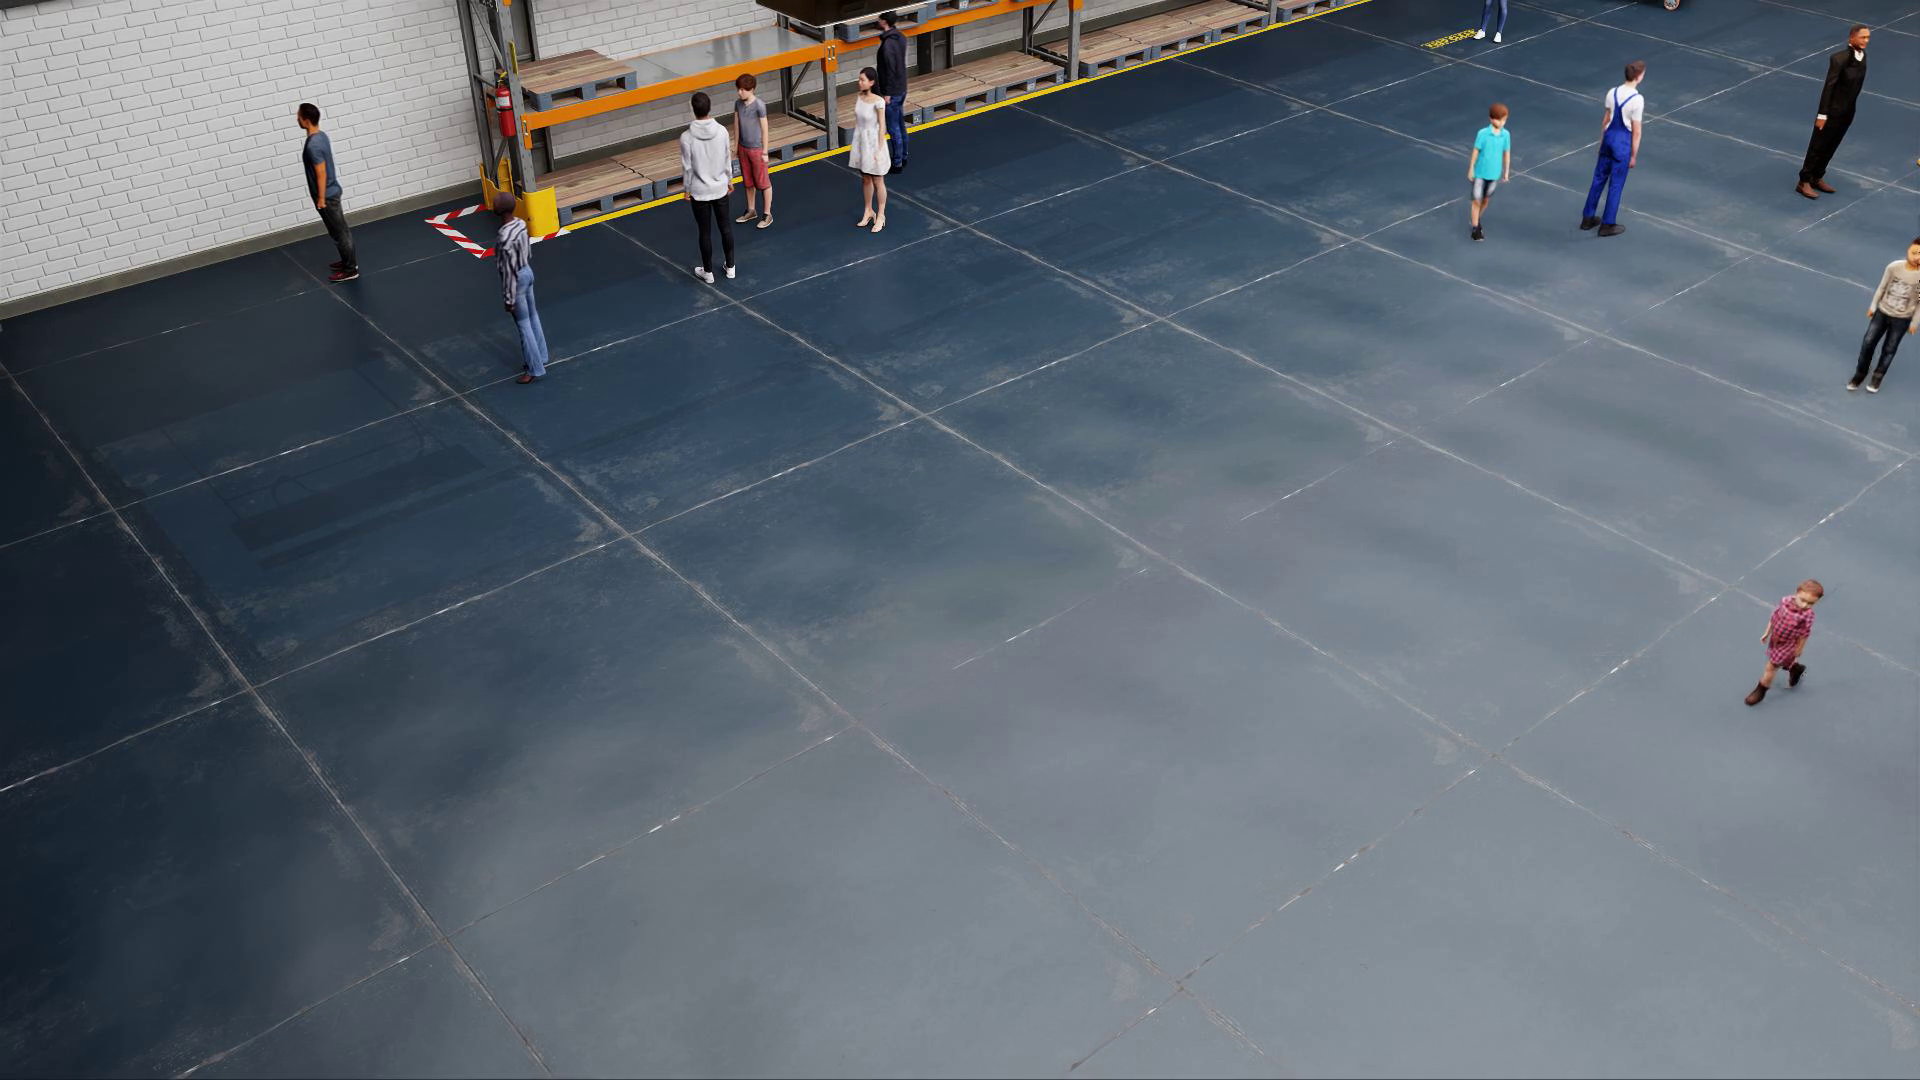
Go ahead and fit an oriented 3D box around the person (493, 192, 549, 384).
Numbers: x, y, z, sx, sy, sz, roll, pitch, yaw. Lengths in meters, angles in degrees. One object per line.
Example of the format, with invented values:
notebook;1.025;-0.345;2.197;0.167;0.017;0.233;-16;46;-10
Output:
person;-3.927;-2.257;14.826;0.744;1.796;0.690;2;34;3

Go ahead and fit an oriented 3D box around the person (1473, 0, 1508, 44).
person;7.602;-7.901;23.386;0.670;1.720;0.637;19;38;26

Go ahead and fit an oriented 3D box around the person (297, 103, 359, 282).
person;-6.345;-3.495;16.676;0.716;1.810;0.725;-6;34;-9

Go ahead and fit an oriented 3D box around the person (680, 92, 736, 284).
person;-2.500;-3.521;16.608;0.608;1.930;0.792;-16;37;-23

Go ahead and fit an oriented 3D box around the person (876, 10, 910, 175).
person;-0.766;-5.171;19.125;0.824;1.892;0.717;8;35;13

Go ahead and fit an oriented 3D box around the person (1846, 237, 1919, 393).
person;8.327;-2.027;14.785;0.635;1.459;0.664;25;41;32

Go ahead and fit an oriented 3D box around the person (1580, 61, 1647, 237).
person;6.969;-4.168;17.654;0.615;1.849;0.656;-19;38;-26

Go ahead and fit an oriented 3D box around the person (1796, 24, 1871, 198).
person;9.777;-4.802;18.558;0.597;1.904;0.801;-18;38;-25

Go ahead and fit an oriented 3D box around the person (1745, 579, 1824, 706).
person;5.574;0.654;11.164;0.737;1.002;0.533;-13;36;-19

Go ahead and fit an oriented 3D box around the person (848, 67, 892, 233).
person;-0.955;-4.158;17.706;0.623;1.774;0.641;-26;42;-34

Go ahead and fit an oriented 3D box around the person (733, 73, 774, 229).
person;-2.224;-4.203;17.886;0.657;1.650;0.626;19;38;26

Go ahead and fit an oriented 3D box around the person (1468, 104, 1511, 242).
person;5.600;-3.951;17.708;0.849;1.428;0.860;-2;34;-3
